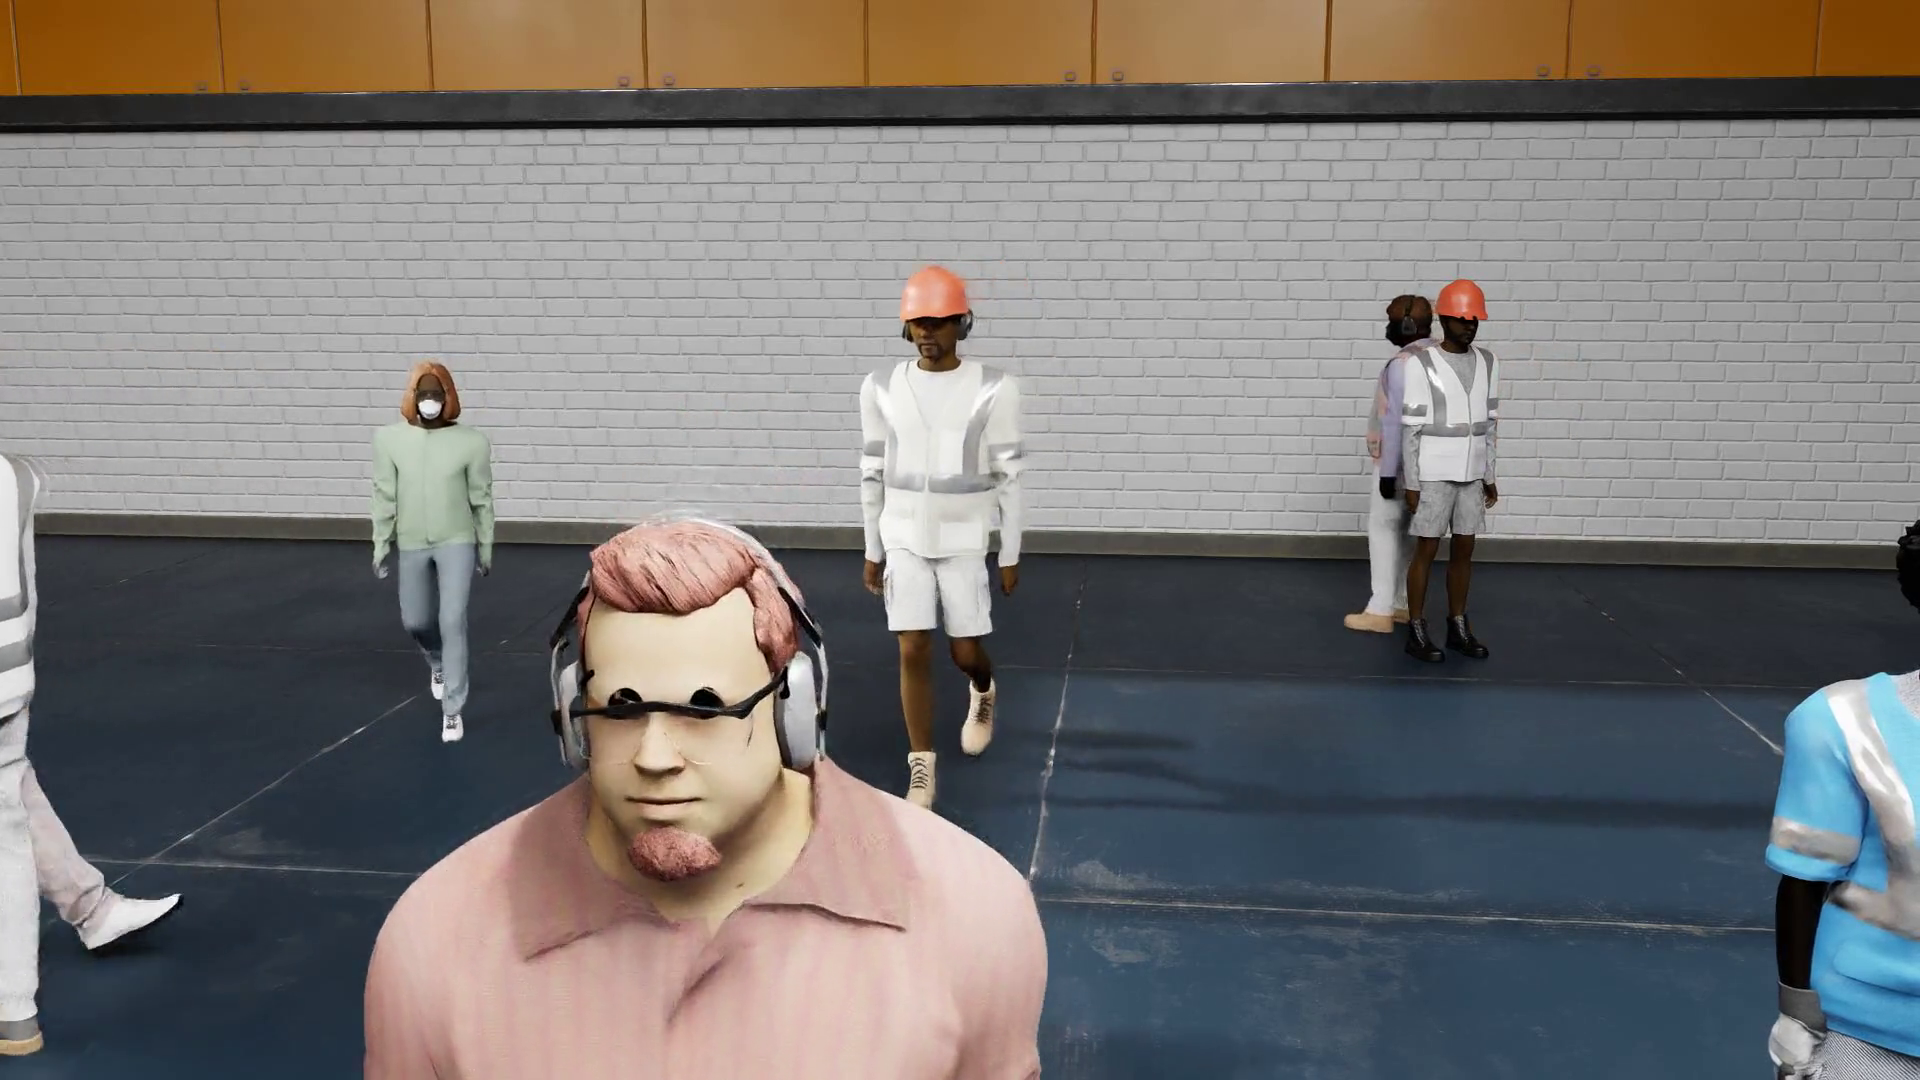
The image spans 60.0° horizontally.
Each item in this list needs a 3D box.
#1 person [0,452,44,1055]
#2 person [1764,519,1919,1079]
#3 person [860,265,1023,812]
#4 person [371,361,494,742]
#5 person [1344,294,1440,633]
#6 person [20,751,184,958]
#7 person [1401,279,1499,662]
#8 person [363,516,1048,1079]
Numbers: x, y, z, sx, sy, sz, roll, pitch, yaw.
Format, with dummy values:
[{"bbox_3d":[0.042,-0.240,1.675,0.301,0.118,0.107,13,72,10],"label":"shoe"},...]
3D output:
[{"bbox_3d":[-2.640,0.410,4.253,0.587,1.865,0.589,3,10,16],"label":"person"},{"bbox_3d":[1.559,0.772,2.676,0.538,1.696,0.317,1,10,3],"label":"person"},{"bbox_3d":[-0.060,-0.016,6.268,0.611,2.024,0.757,2,10,13],"label":"person"},{"bbox_3d":[-2.274,0.017,7.249,0.503,1.607,0.702,-1,10,-5],"label":"person"},{"bbox_3d":[2.429,-0.413,9.084,0.434,1.834,0.644,8,12,37],"label":"person"},{"bbox_3d":[-2.738,0.366,4.539,0.950,1.855,0.667,-1,10,-5],"label":"person"},{"bbox_3d":[2.484,-0.340,8.393,0.539,1.930,0.377,-4,11,-19],"label":"person"},{"bbox_3d":[-0.247,0.893,1.552,0.660,1.849,1.018,0,10,2],"label":"person"}]
